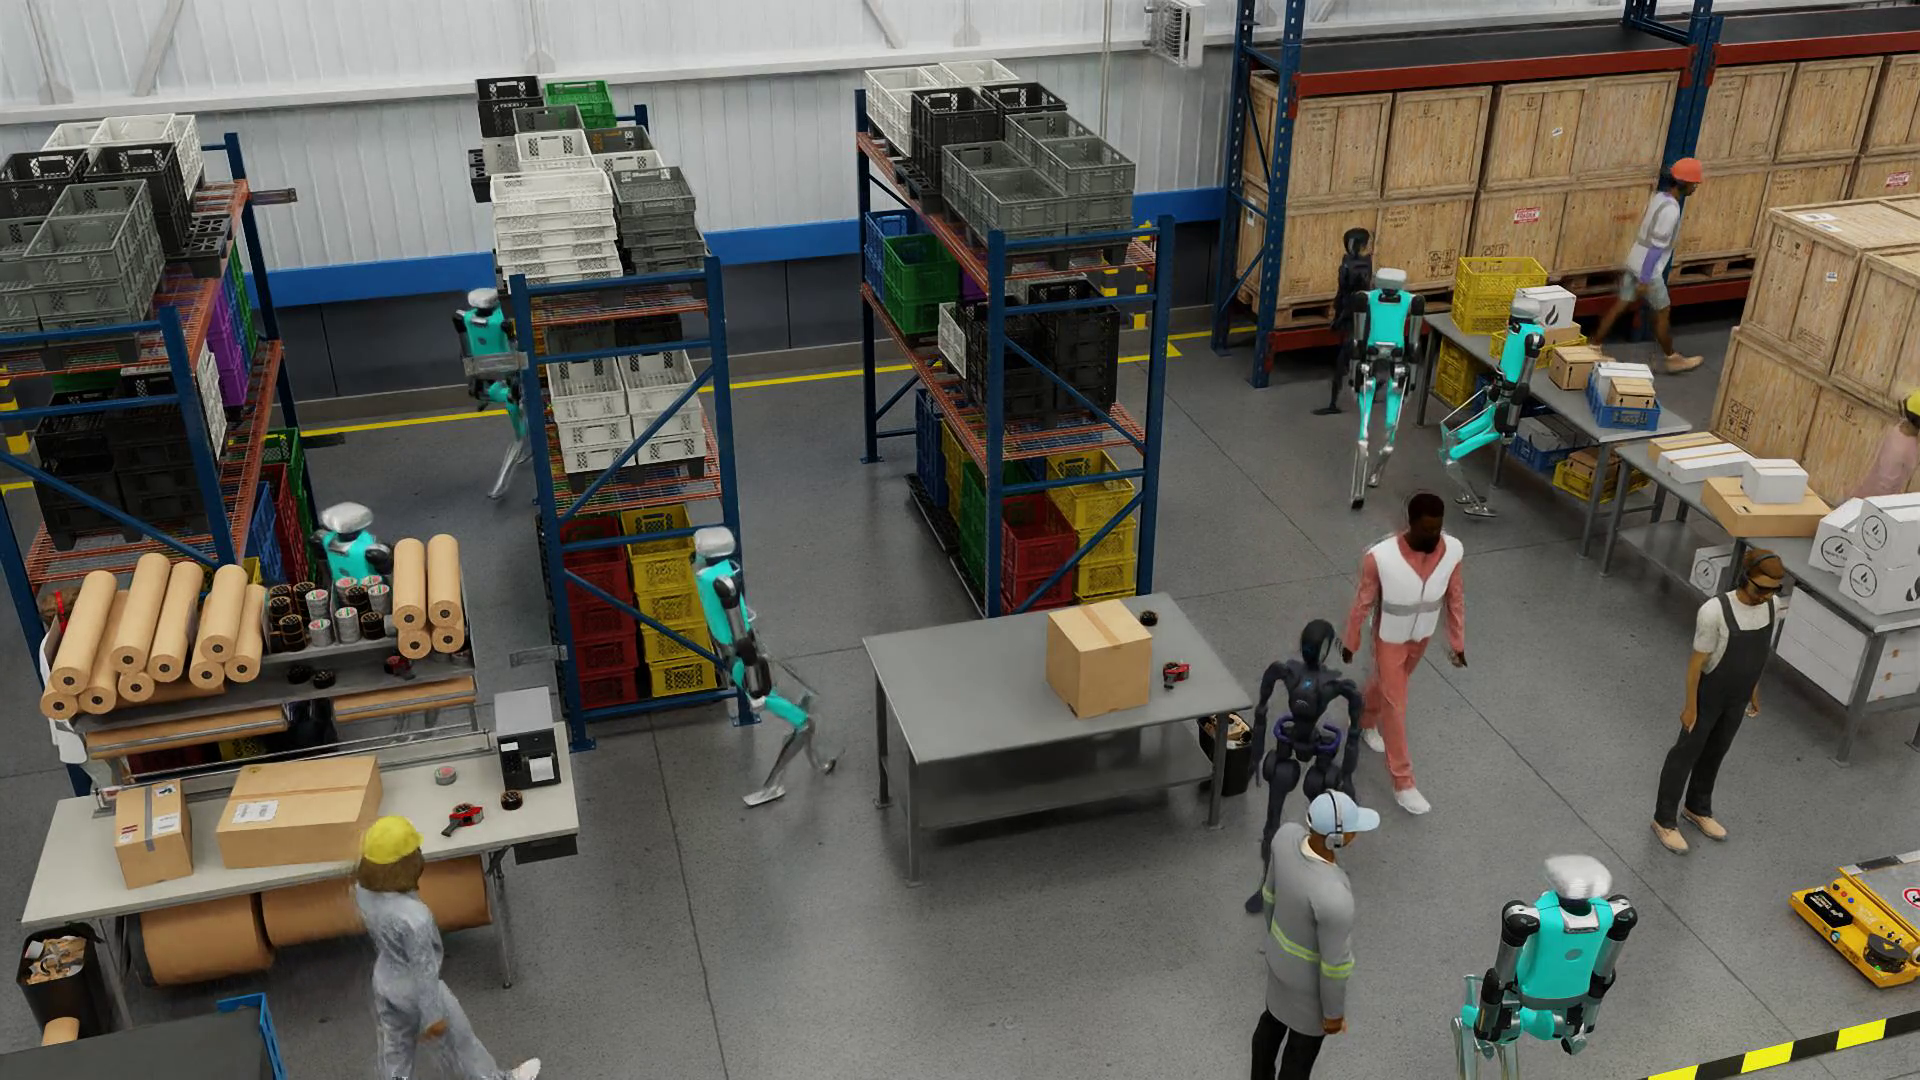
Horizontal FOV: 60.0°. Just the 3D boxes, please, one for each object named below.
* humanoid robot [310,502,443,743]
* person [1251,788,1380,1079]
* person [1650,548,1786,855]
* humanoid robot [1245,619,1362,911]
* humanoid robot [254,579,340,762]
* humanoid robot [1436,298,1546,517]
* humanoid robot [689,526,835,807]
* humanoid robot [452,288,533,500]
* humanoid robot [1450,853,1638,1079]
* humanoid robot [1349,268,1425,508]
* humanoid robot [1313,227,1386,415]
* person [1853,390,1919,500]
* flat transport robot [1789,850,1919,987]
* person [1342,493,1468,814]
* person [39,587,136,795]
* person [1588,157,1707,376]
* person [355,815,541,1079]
[{"bbox_3d":[-3.279,0.494,9.692,0.536,1.750,0.683,12,31,21],"label":"humanoid robot"},{"bbox_3d":[1.518,1.834,7.180,0.398,1.851,0.593,-8,30,-14],"label":"person"},{"bbox_3d":[4.111,0.855,8.974,0.503,1.839,0.345,-11,31,-19],"label":"person"},{"bbox_3d":[1.809,1.150,8.665,0.601,1.654,0.667,14,32,23],"label":"humanoid robot"},{"bbox_3d":[-3.665,0.933,9.038,0.605,1.642,0.617,10,30,18],"label":"humanoid robot"},{"bbox_3d":[3.840,-0.985,12.289,0.735,1.677,0.533,1,29,1],"label":"humanoid robot"},{"bbox_3d":[-1.025,0.727,9.399,0.878,1.859,0.577,-12,31,-21],"label":"humanoid robot"},{"bbox_3d":[-3.453,-1.206,12.880,0.556,1.754,1.051,7,30,12],"label":"humanoid robot"},{"bbox_3d":[2.379,1.885,7.063,0.533,1.681,0.735,-3,29,-5],"label":"humanoid robot"},{"bbox_3d":[3.189,-1.080,12.671,0.552,1.836,0.875,8,30,14],"label":"humanoid robot"},{"bbox_3d":[3.396,-1.851,14.099,0.694,1.632,0.612,-5,29,-9],"label":"humanoid robot"},{"bbox_3d":[6.182,-0.227,11.047,0.786,1.723,0.533,24,37,36],"label":"person"},{"bbox_3d":[5.163,1.916,8.676,1.431,0.231,0.659,-8,30,-14],"label":"flat transport robot"},{"bbox_3d":[2.551,0.567,9.472,0.635,1.858,1.005,-9,30,-16],"label":"person"},{"bbox_3d":[-4.443,1.066,8.584,0.386,1.845,0.567,-21,35,-33],"label":"person"},{"bbox_3d":[6.233,-2.424,14.811,1.070,1.971,0.617,4,29,7],"label":"person"},{"bbox_3d":[-2.302,1.880,7.228,0.507,1.709,0.725,20,35,32],"label":"person"}]
